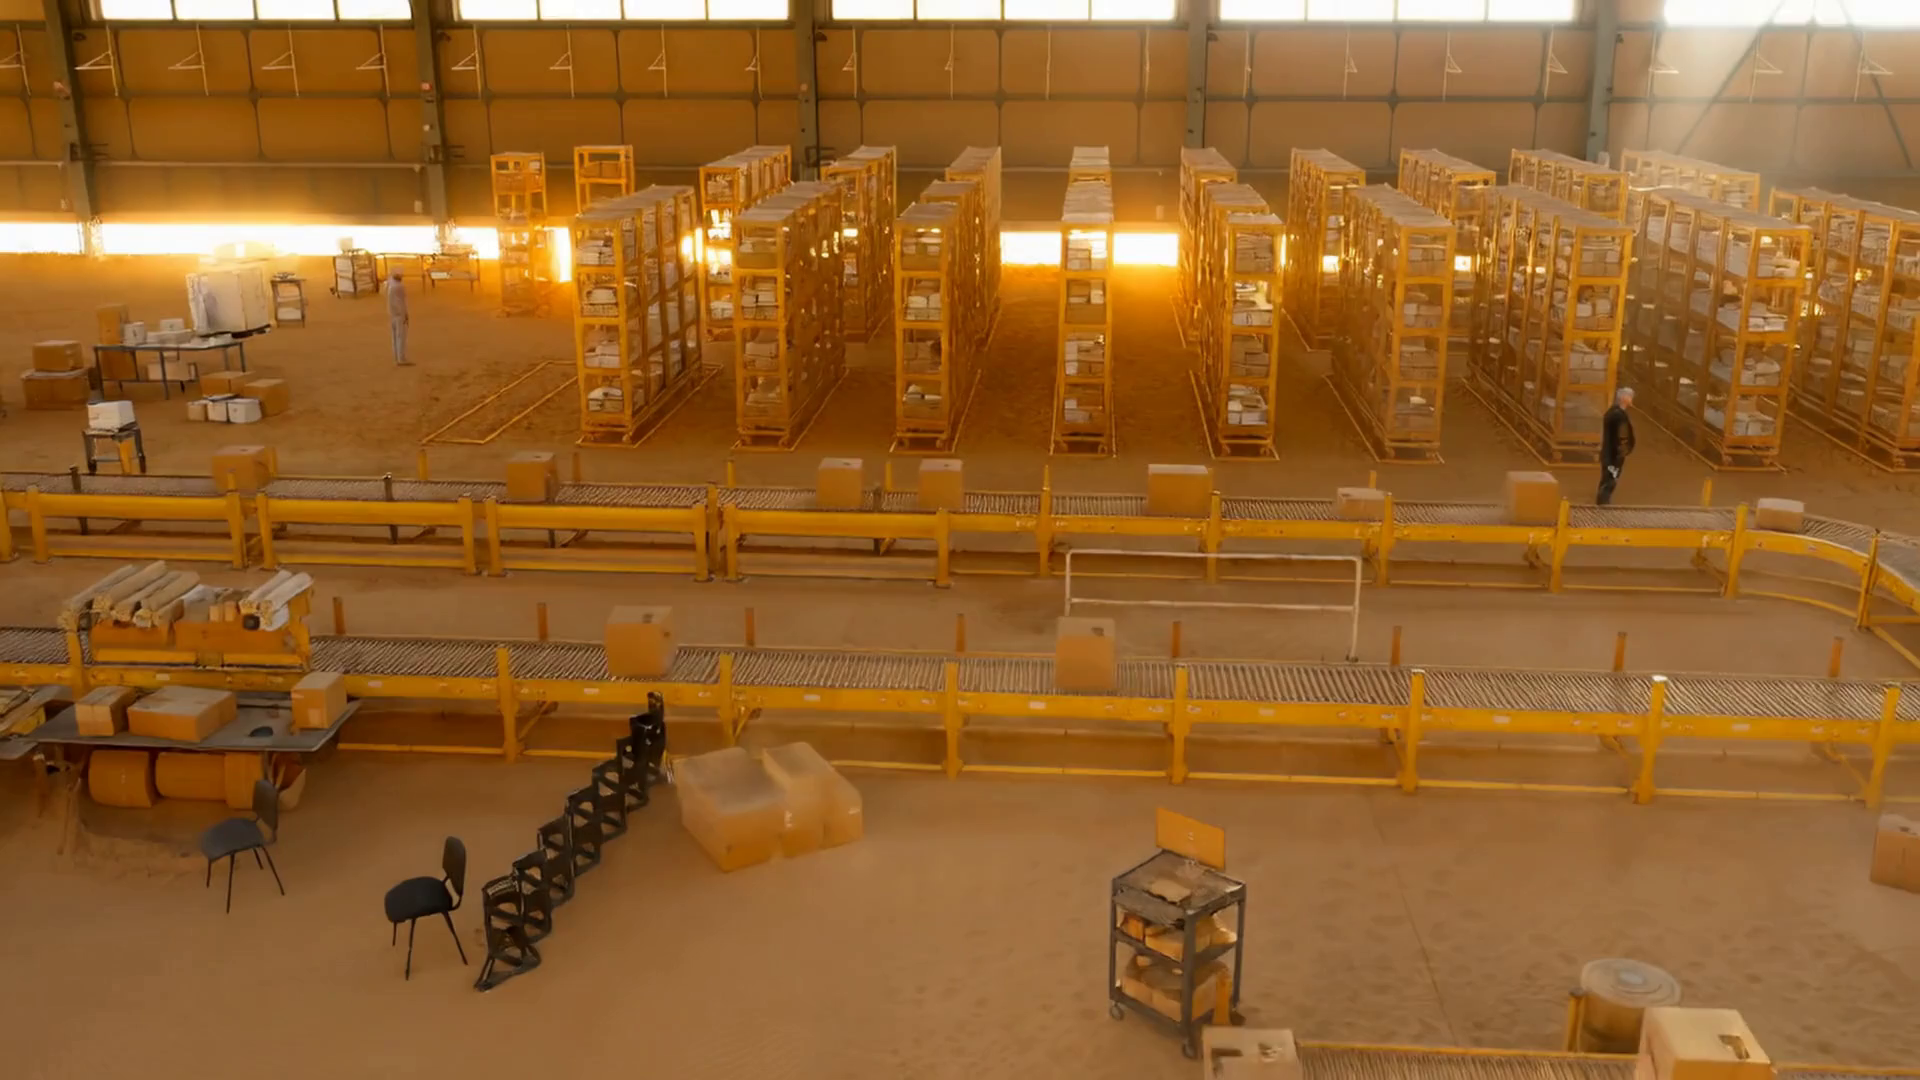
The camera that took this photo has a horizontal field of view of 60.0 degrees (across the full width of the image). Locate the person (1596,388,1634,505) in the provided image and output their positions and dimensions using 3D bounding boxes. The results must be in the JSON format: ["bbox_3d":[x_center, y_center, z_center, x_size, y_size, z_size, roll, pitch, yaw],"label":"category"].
[{"bbox_3d":[8.602,-1.063,21.823,0.406,1.903,0.636,6,19,19],"label":"person"}]

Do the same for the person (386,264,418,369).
[{"bbox_3d":[-10.741,-4.283,31.884,0.379,1.996,0.610,-14,22,-38],"label":"person"}]
